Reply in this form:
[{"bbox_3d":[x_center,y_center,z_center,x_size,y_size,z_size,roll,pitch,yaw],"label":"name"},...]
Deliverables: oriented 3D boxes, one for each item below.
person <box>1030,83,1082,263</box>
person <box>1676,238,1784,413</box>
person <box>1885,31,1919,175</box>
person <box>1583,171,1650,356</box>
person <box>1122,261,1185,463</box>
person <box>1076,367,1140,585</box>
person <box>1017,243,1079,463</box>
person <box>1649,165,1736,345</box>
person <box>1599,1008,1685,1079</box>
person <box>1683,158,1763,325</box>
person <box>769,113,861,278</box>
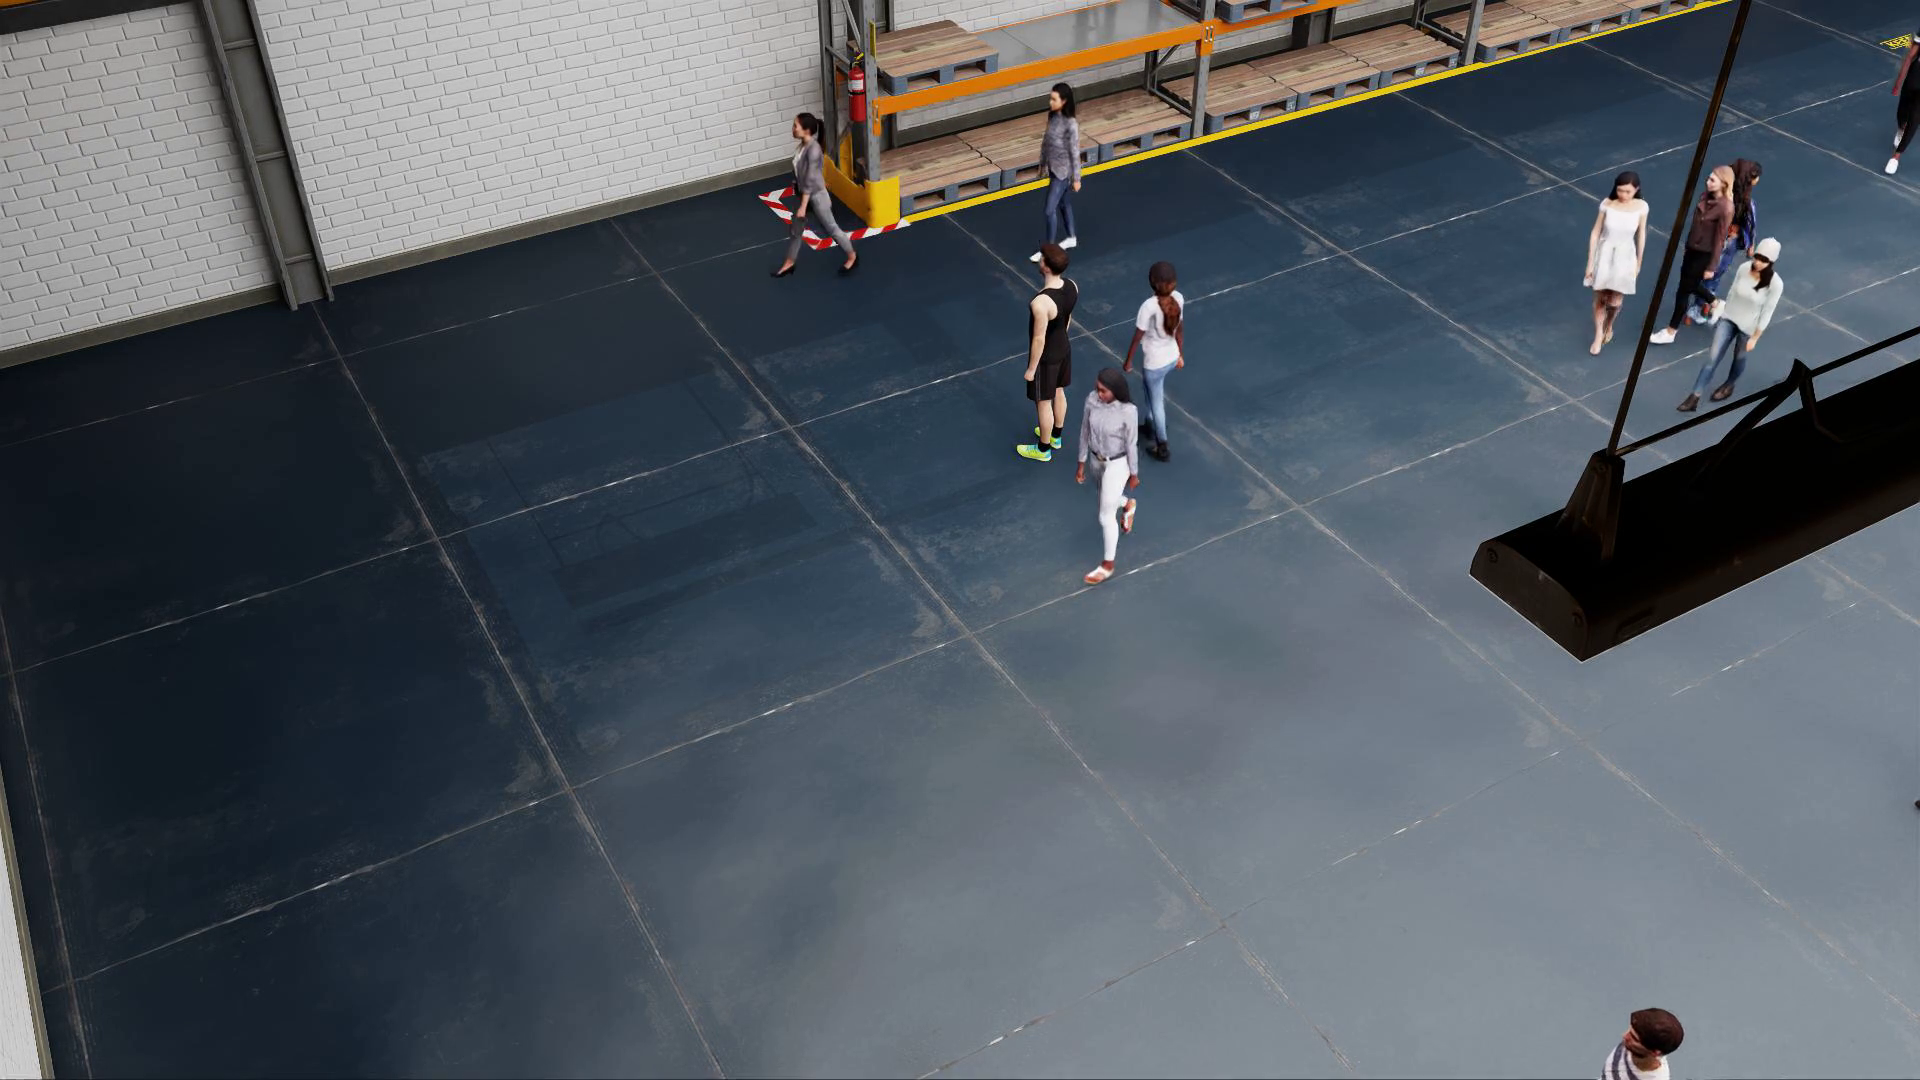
[{"bbox_3d":[1.032,-3.520,15.802,0.818,1.713,0.678,-17,42,-20],"label":"person"},{"bbox_3d":[6.498,-1.801,13.730,1.037,1.613,0.717,-26,45,-29],"label":"person"},{"bbox_3d":[10.047,-4.775,17.386,0.957,1.697,1.241,24,44,27],"label":"person"},{"bbox_3d":[5.646,-2.429,14.402,0.817,1.756,0.880,14,41,17],"label":"person"},{"bbox_3d":[1.630,-1.362,13.107,0.750,1.705,0.750,-32,48,-33],"label":"person"},{"bbox_3d":[1.128,-0.571,12.131,0.816,1.686,1.155,27,46,30],"label":"person"},{"bbox_3d":[0.704,-1.477,13.098,0.824,1.895,0.692,22,44,25],"label":"person"},{"bbox_3d":[6.540,-2.480,14.521,1.061,1.687,0.847,-5,39,-6],"label":"person"},{"bbox_3d":[3.152,2.822,7.781,1.259,1.813,1.096,3,39,4],"label":"person"},{"bbox_3d":[6.712,-2.619,14.752,0.804,1.616,0.734,-7,39,-9],"label":"person"},{"bbox_3d":[-1.266,-3.141,15.393,1.152,1.632,0.781,-10,40,-12],"label":"person"}]
